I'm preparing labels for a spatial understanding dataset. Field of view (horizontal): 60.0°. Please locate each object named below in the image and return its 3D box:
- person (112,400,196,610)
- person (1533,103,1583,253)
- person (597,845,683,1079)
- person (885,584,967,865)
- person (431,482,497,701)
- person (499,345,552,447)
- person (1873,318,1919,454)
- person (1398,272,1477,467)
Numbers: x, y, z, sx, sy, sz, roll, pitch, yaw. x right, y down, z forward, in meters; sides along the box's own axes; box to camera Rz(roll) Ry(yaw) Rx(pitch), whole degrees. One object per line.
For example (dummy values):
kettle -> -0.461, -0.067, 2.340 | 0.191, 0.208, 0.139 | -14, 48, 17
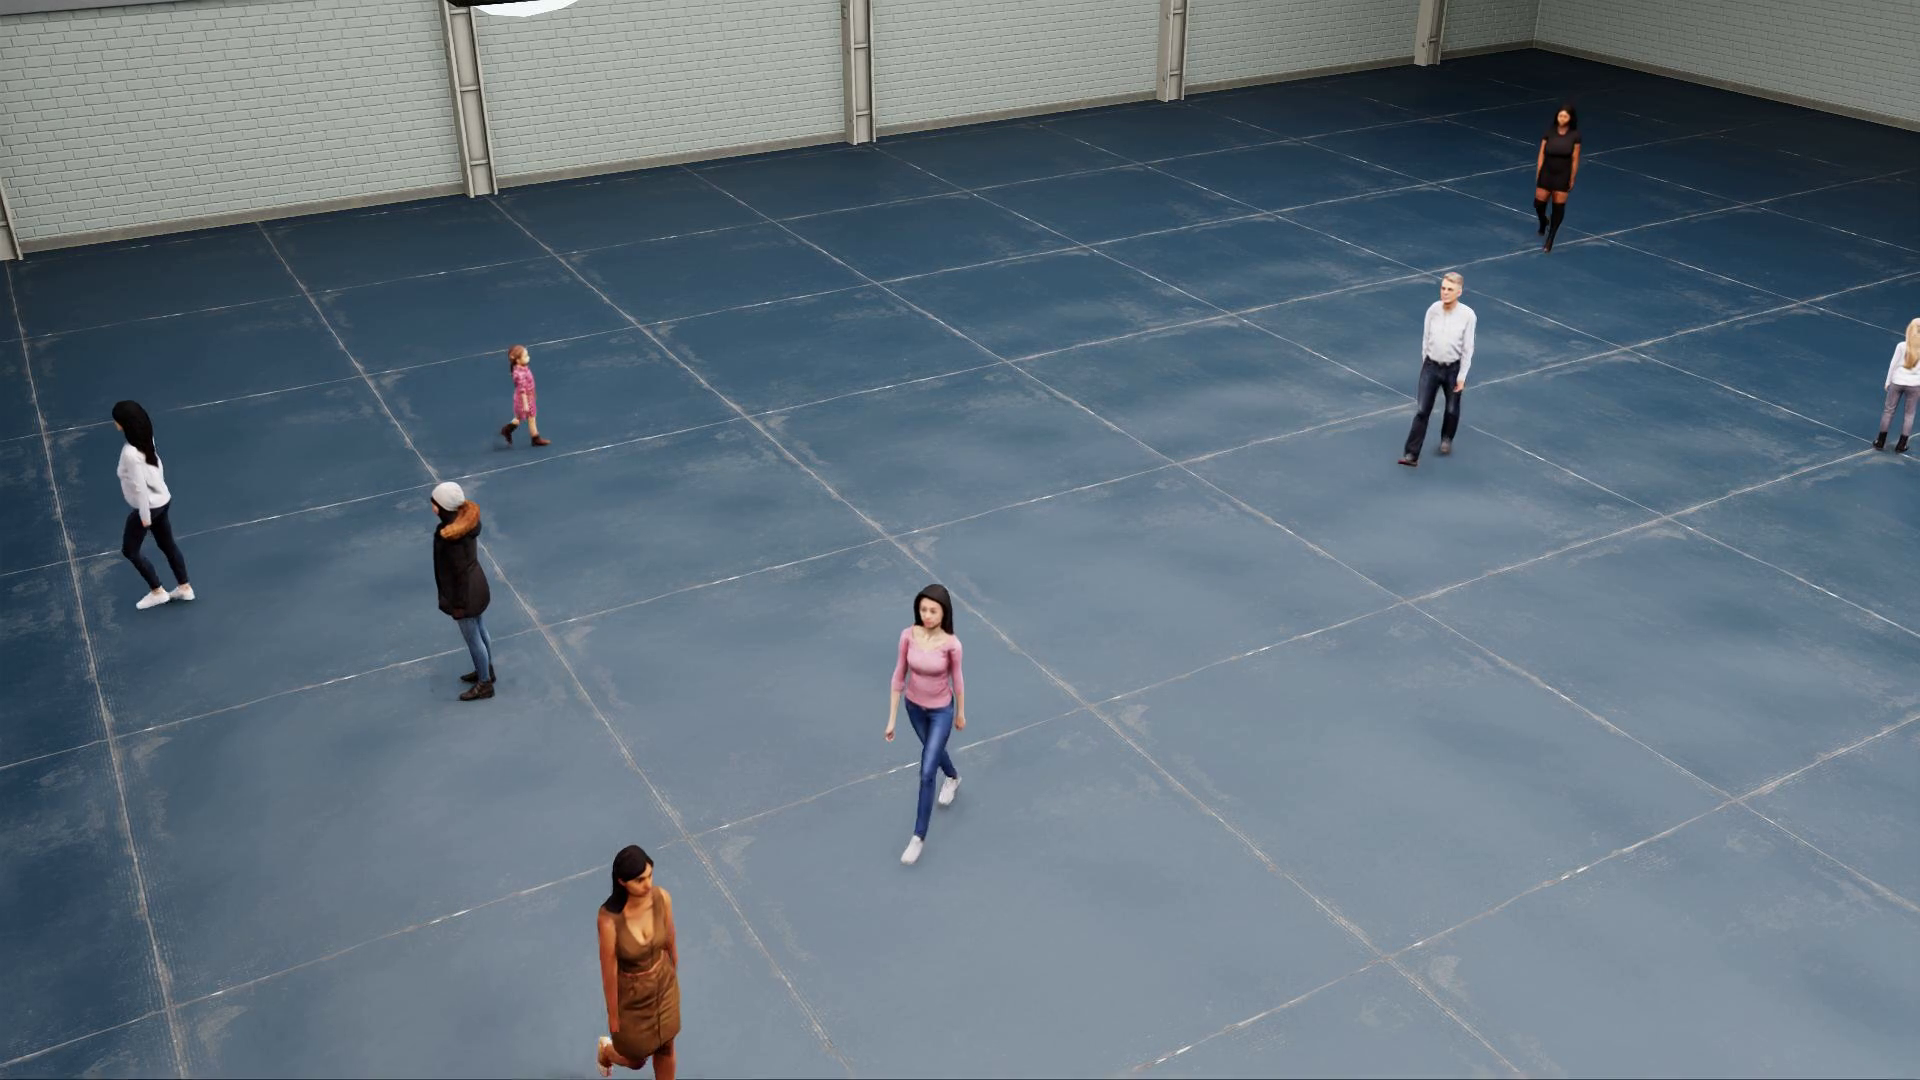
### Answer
person -> -6.072, -0.266, 12.628 | 0.745, 1.692, 0.743 | -4, 28, -8
person -> 7.465, -4.539, 20.758 | 0.840, 1.845, 0.915 | 14, 31, 26
person -> -1.570, 2.144, 7.963 | 0.766, 1.678, 0.831 | 24, 36, 38
person -> -0.154, 1.014, 10.136 | 0.994, 1.698, 1.198 | 13, 30, 23
person -> -3.425, 0.341, 11.511 | 0.723, 1.635, 0.718 | -4, 27, -7
person -> -4.083, -1.325, 15.426 | 0.710, 1.012, 0.527 | -7, 28, -13
person -> 8.726, -1.431, 15.341 | 0.566, 1.278, 0.600 | 15, 31, 27
person -> 4.427, -1.552, 15.043 | 1.028, 1.767, 1.287 | 16, 31, 29
